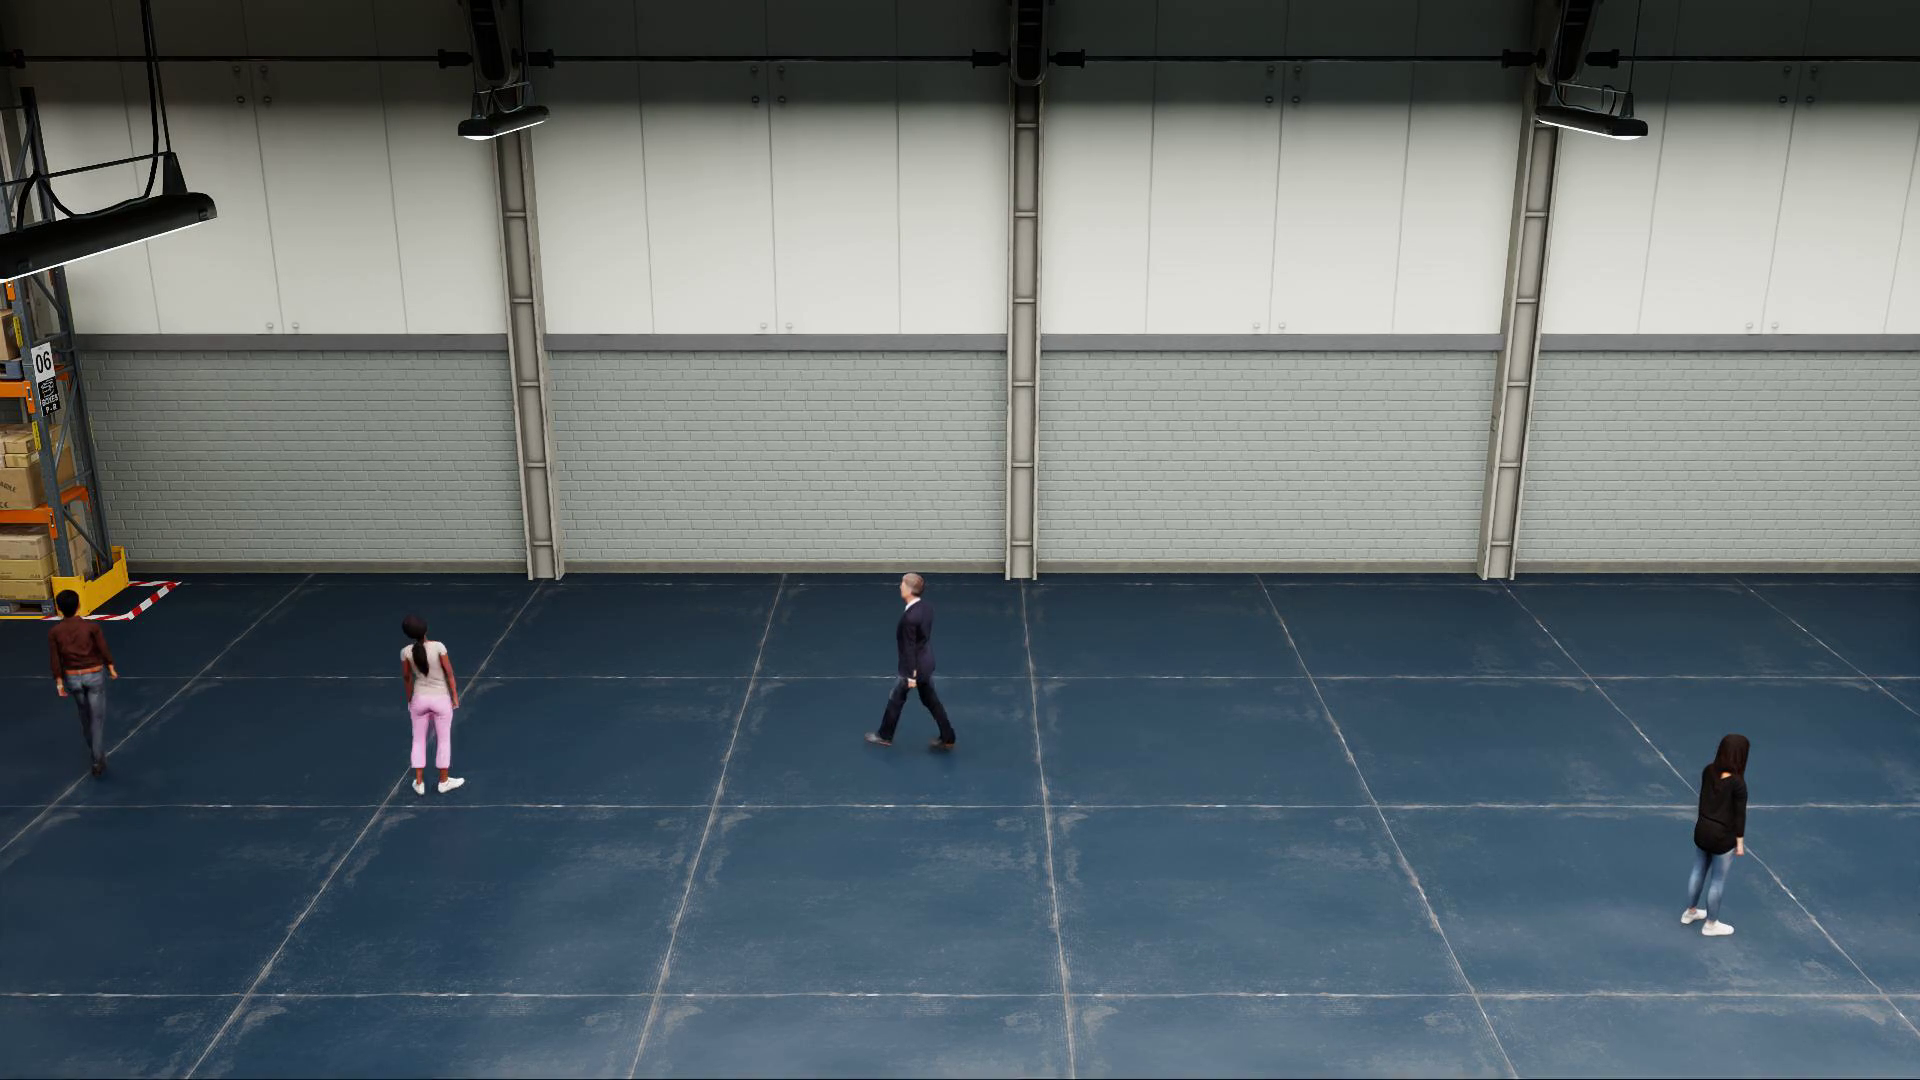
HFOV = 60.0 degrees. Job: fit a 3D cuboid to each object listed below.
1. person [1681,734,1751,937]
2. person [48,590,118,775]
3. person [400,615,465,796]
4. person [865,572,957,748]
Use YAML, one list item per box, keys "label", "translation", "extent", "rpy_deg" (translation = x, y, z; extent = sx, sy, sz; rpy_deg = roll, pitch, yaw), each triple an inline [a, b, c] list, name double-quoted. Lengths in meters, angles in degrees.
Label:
- label: "person"
  translation: [5.848, 2.253, 12.843]
  extent: [0.641, 1.645, 0.650]
  rpy_deg: [-8, 19, -22]
- label: "person"
  translation: [-8.134, 1.339, 15.486]
  extent: [1.023, 1.747, 0.869]
  rpy_deg: [-5, 19, -14]
- label: "person"
  translation: [-4.775, 1.482, 15.082]
  extent: [0.472, 1.726, 0.705]
  rpy_deg: [5, 19, 16]
- label: "person"
  translation: [-0.347, 1.199, 15.878]
  extent: [1.244, 1.771, 1.013]
  rpy_deg: [8, 20, 23]
